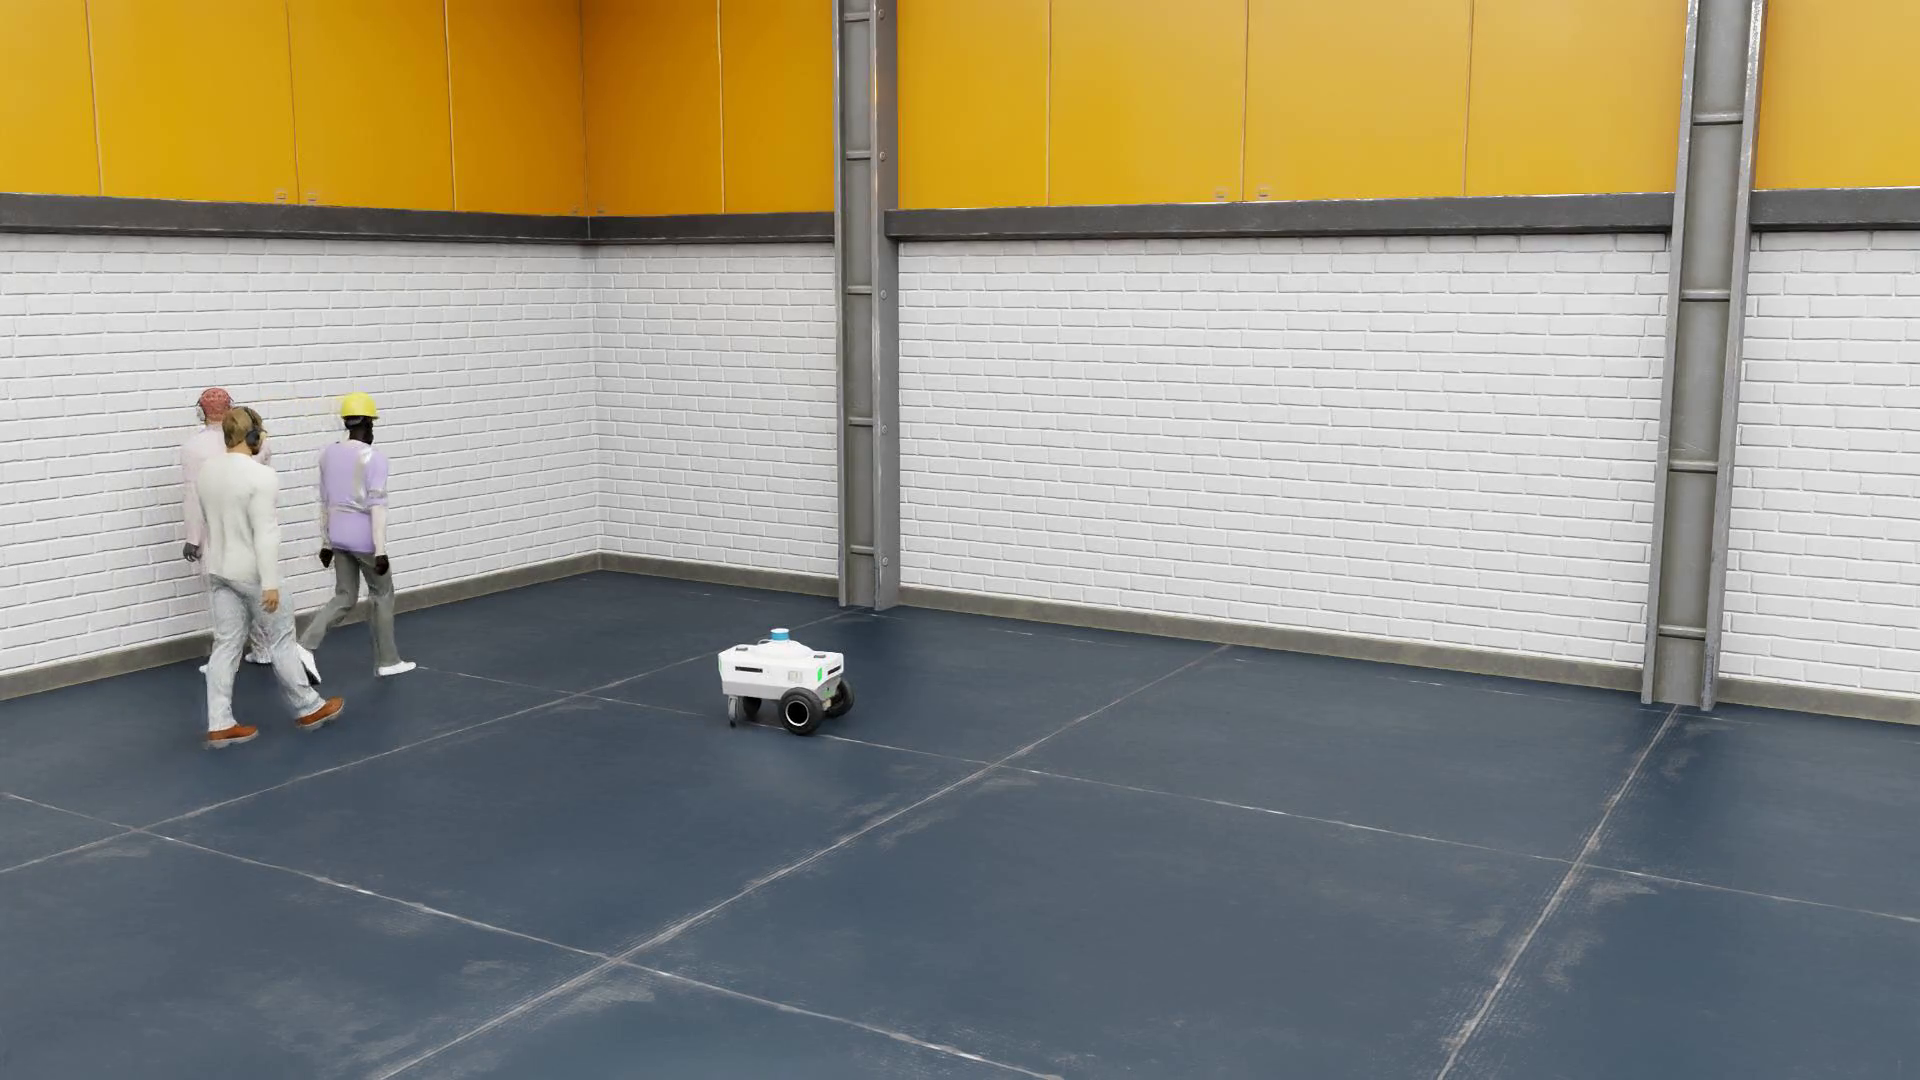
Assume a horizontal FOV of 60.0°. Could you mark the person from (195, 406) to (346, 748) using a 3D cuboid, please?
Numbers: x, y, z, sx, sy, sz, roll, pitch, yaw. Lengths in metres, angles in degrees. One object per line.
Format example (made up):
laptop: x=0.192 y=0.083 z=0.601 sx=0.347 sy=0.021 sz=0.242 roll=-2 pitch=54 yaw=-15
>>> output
person: x=-3.979 y=0.191 z=9.441 sx=0.654 sy=1.901 sz=0.837 roll=5 pitch=10 yaw=28

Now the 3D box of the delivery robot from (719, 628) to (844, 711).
delivery robot: x=-1.054 y=0.765 z=9.781 sx=0.707 sy=0.478 sz=0.477 roll=4 pitch=10 yaw=22

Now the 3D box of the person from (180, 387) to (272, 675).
person: x=-4.871 y=-0.059 z=11.026 sx=0.399 sy=1.903 sz=0.643 roll=5 pitch=11 yaw=30

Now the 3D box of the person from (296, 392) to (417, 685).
person: x=-3.969 y=-0.001 z=10.729 sx=0.588 sy=1.894 sz=0.817 roll=5 pitch=10 yaw=29
